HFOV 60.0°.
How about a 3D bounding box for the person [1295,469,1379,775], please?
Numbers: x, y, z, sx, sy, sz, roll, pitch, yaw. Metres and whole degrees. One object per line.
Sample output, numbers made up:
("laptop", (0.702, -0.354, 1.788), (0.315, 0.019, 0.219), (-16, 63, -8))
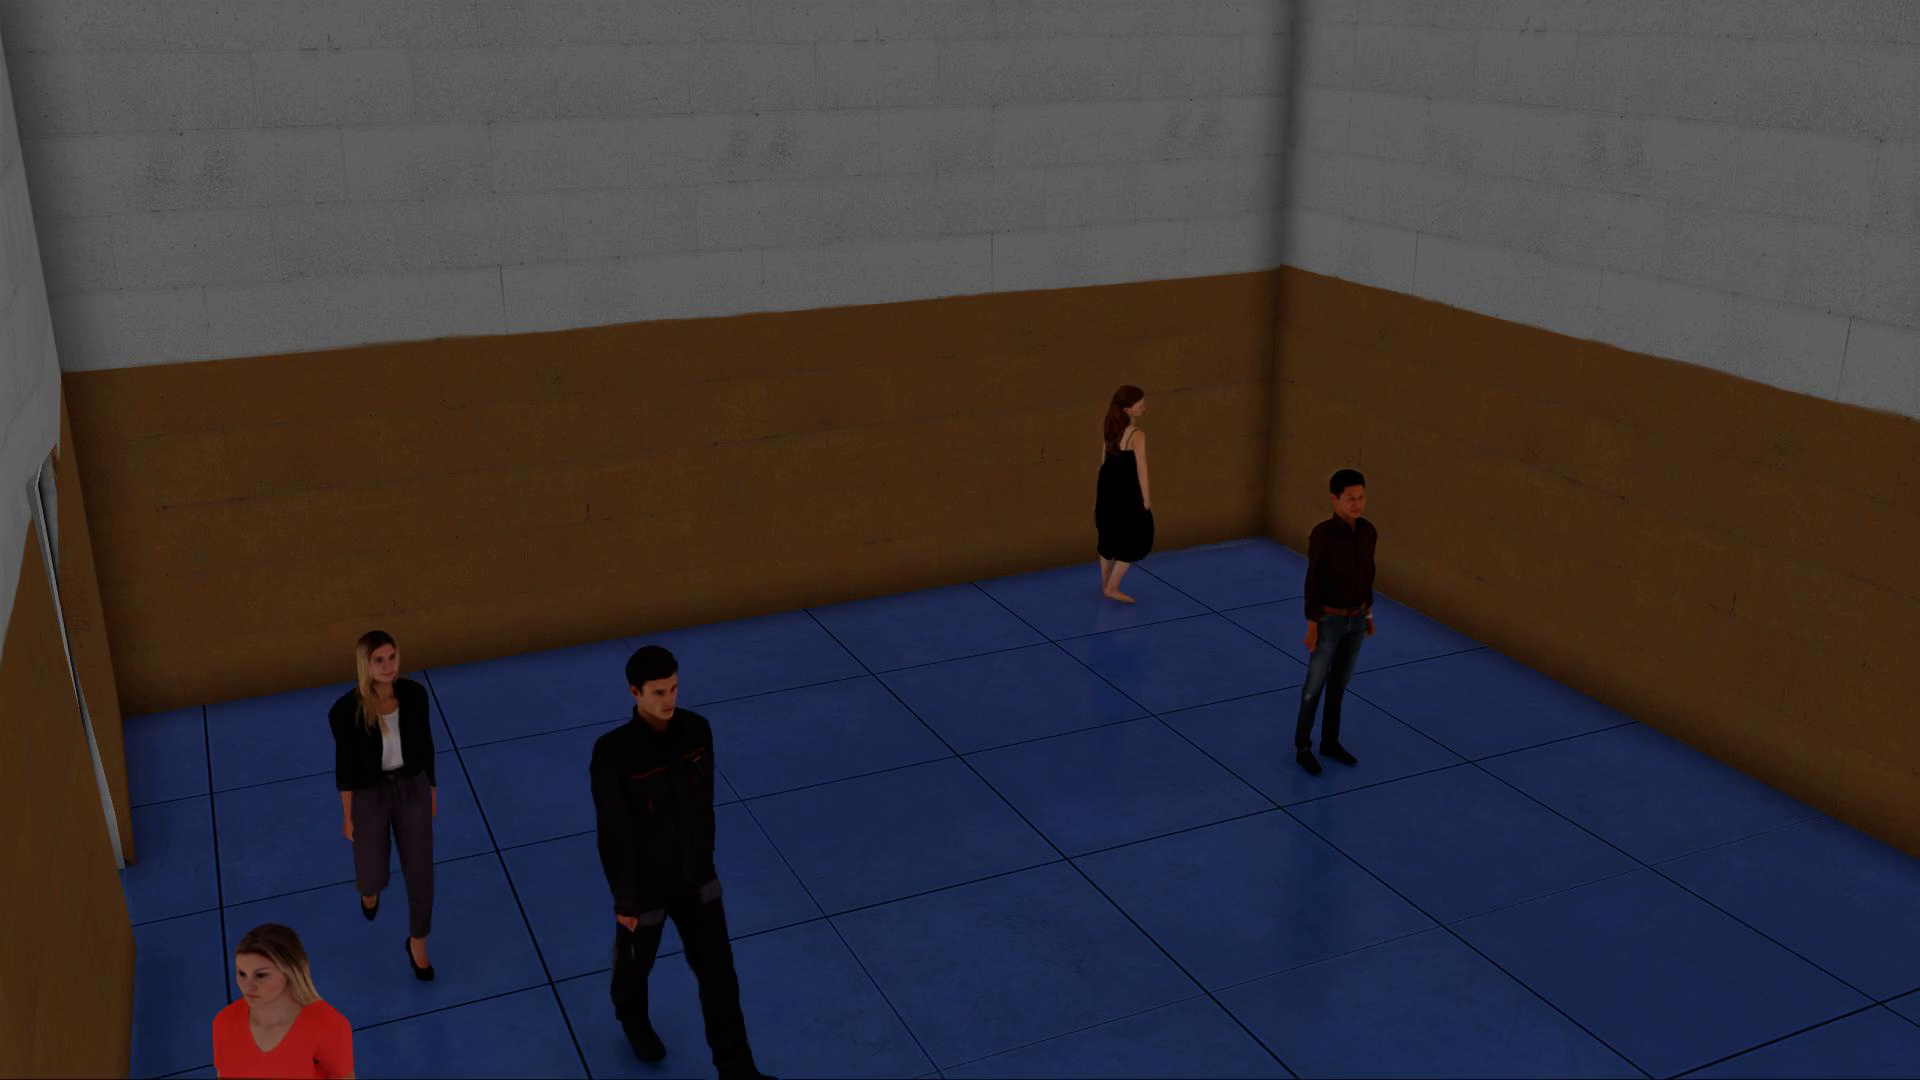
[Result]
("person", (2.125, 0.448, 9.409), (0.462, 1.779, 0.725), (-10, 21, -28))

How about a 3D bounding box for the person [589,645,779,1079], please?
("person", (-1.251, 1.302, 6.685), (1.227, 1.901, 1.026), (-16, 24, -39))

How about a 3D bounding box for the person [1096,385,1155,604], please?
("person", (1.139, -0.354, 12.051), (0.725, 1.609, 0.711), (14, 23, 35))

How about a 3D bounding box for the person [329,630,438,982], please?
("person", (-2.583, 1.174, 7.444), (0.786, 1.658, 0.746), (-13, 23, -34))

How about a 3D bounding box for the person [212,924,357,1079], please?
("person", (-2.036, 1.936, 5.131), (0.625, 1.693, 0.732), (1, 19, 4))
